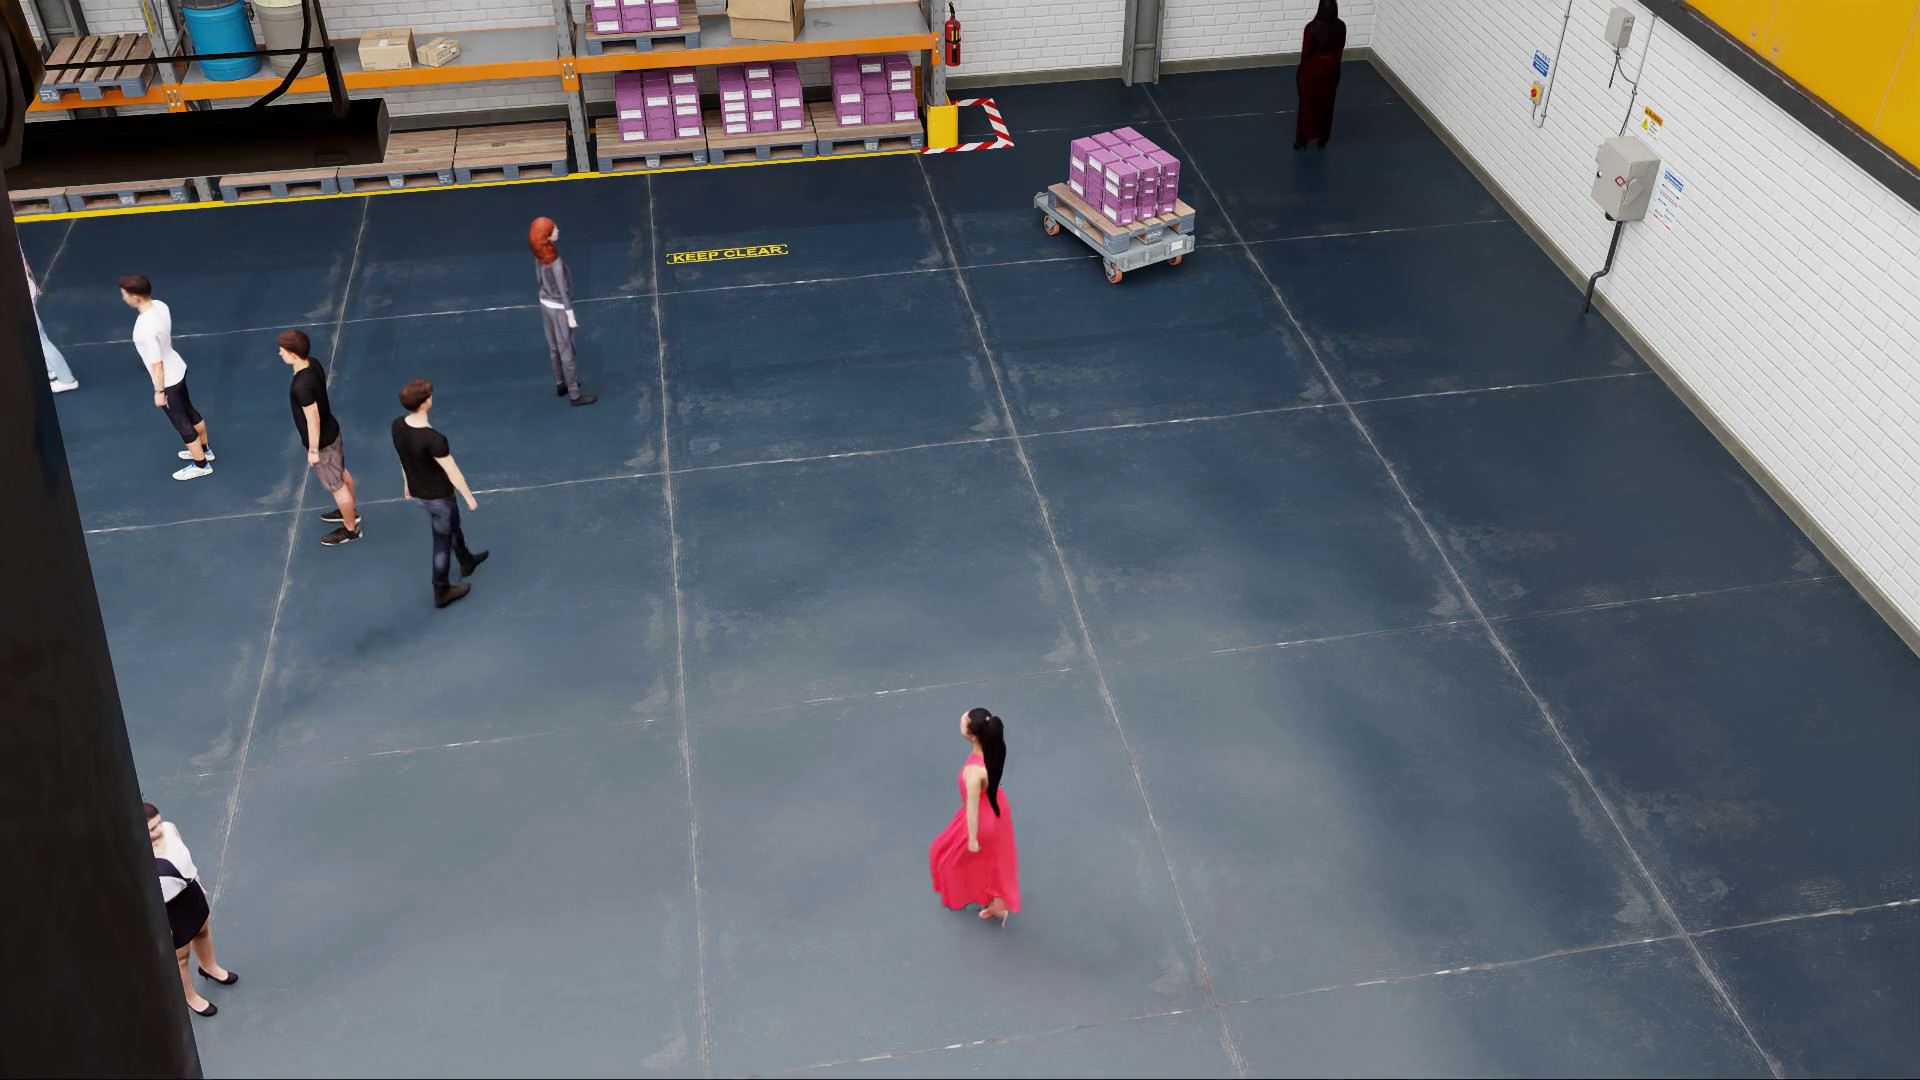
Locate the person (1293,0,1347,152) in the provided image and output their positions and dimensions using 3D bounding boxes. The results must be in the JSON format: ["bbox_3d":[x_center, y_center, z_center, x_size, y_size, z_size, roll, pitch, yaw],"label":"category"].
[{"bbox_3d":[3.973,-5.149,18.352,0.551,1.757,0.730,-9,40,-12],"label":"person"}]

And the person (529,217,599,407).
[{"bbox_3d":[-3.474,-1.980,14.366,0.655,1.779,0.655,-26,46,-29],"label":"person"}]

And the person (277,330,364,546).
[{"bbox_3d":[-4.932,-0.813,12.838,0.588,1.862,0.675,-9,39,-11],"label":"person"}]

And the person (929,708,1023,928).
[{"bbox_3d":[0.214,1.688,9.837,0.909,1.699,0.822,18,42,21],"label":"person"}]

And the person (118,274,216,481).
[{"bbox_3d":[-6.431,-1.346,13.511,0.541,1.855,0.650,-6,39,-8],"label":"person"}]

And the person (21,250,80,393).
[{"bbox_3d":[-8.073,-2.103,14.475,0.691,1.835,0.696,-8,39,-10],"label":"person"}]

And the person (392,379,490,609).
[{"bbox_3d":[-3.919,-0.293,12.175,0.981,1.876,1.044,24,44,27],"label":"person"}]

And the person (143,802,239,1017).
[{"bbox_3d":[-4.442,2.069,9.402,0.620,1.647,0.615,7,39,9],"label":"person"}]
